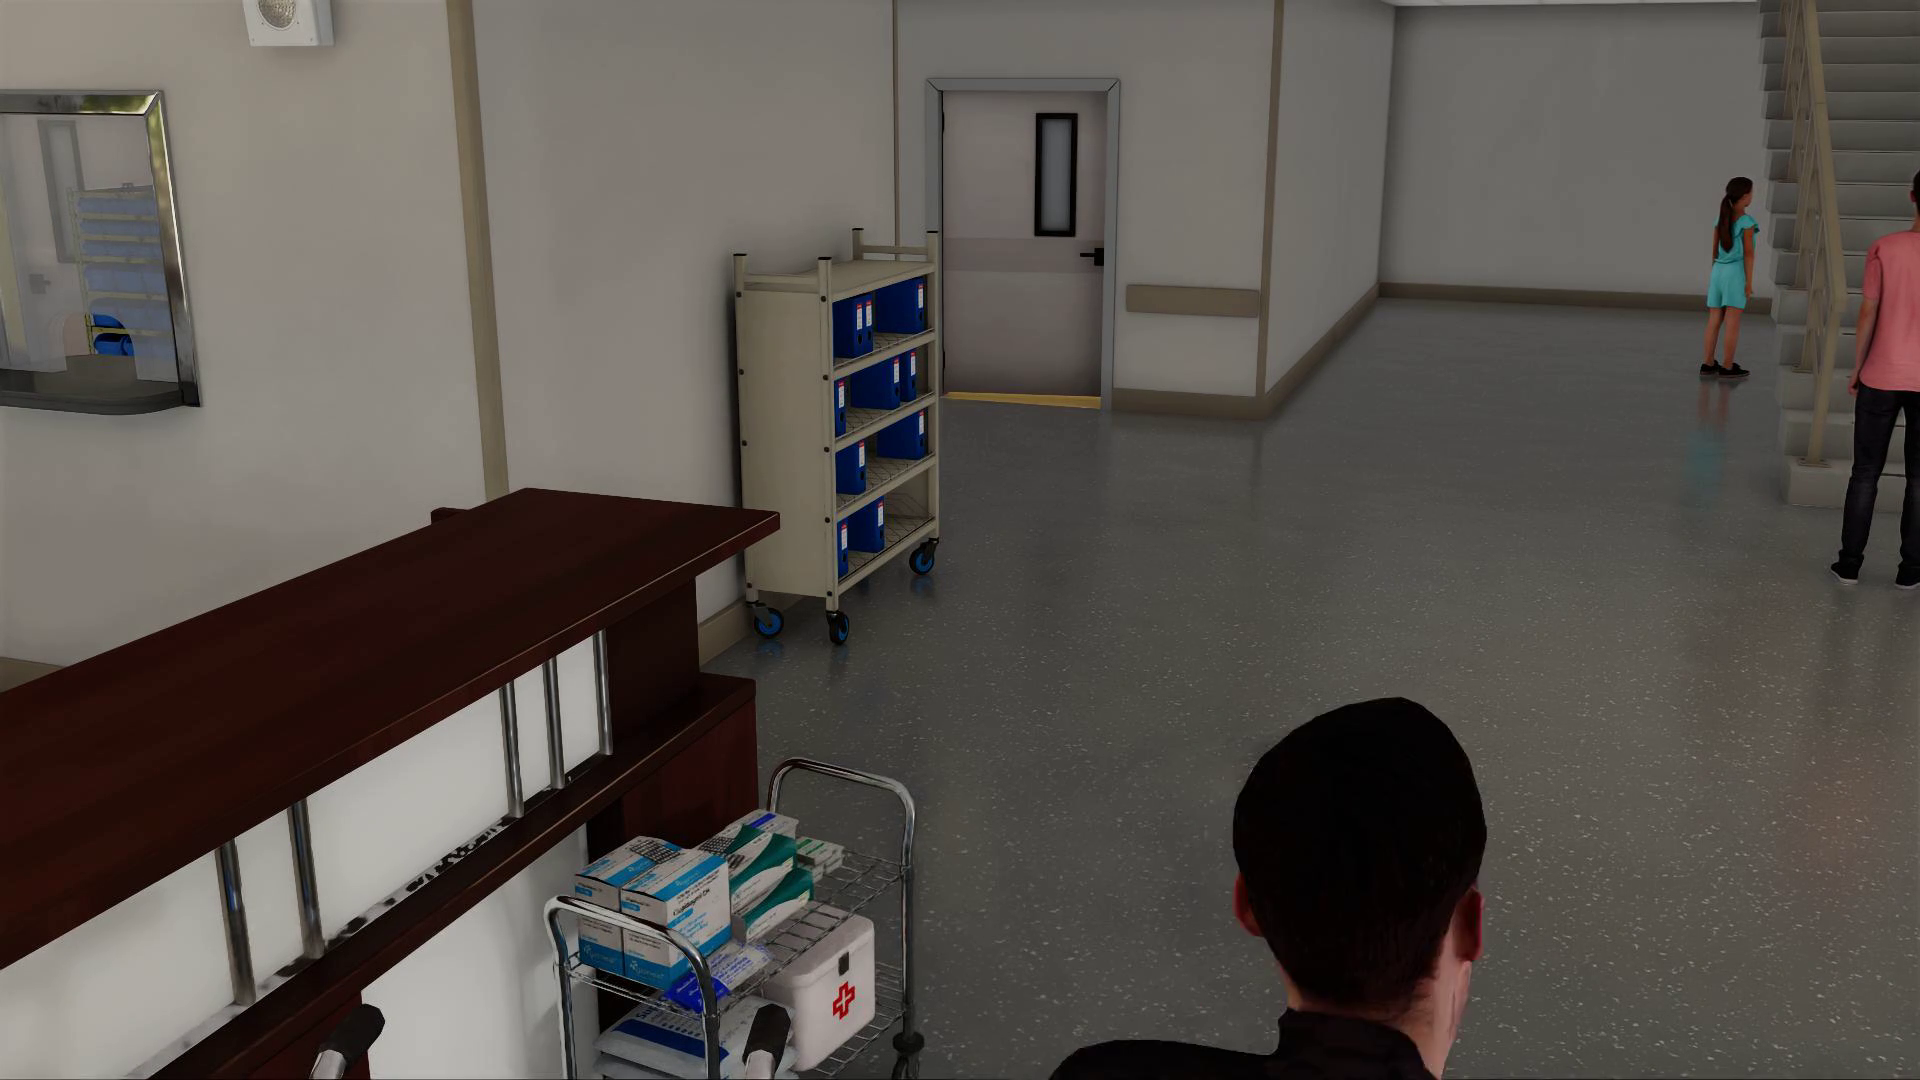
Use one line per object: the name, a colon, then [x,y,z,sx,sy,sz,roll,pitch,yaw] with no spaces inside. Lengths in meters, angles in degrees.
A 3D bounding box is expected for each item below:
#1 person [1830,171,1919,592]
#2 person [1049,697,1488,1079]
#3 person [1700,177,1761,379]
person: [4.361,-0.744,7.662,0.644,1.958,0.587,8,18,27]
person: [0.211,1.071,1.354,0.855,1.889,0.822,-13,20,-39]
person: [6.079,-2.076,13.128,0.707,1.557,0.642,-6,17,-21]
